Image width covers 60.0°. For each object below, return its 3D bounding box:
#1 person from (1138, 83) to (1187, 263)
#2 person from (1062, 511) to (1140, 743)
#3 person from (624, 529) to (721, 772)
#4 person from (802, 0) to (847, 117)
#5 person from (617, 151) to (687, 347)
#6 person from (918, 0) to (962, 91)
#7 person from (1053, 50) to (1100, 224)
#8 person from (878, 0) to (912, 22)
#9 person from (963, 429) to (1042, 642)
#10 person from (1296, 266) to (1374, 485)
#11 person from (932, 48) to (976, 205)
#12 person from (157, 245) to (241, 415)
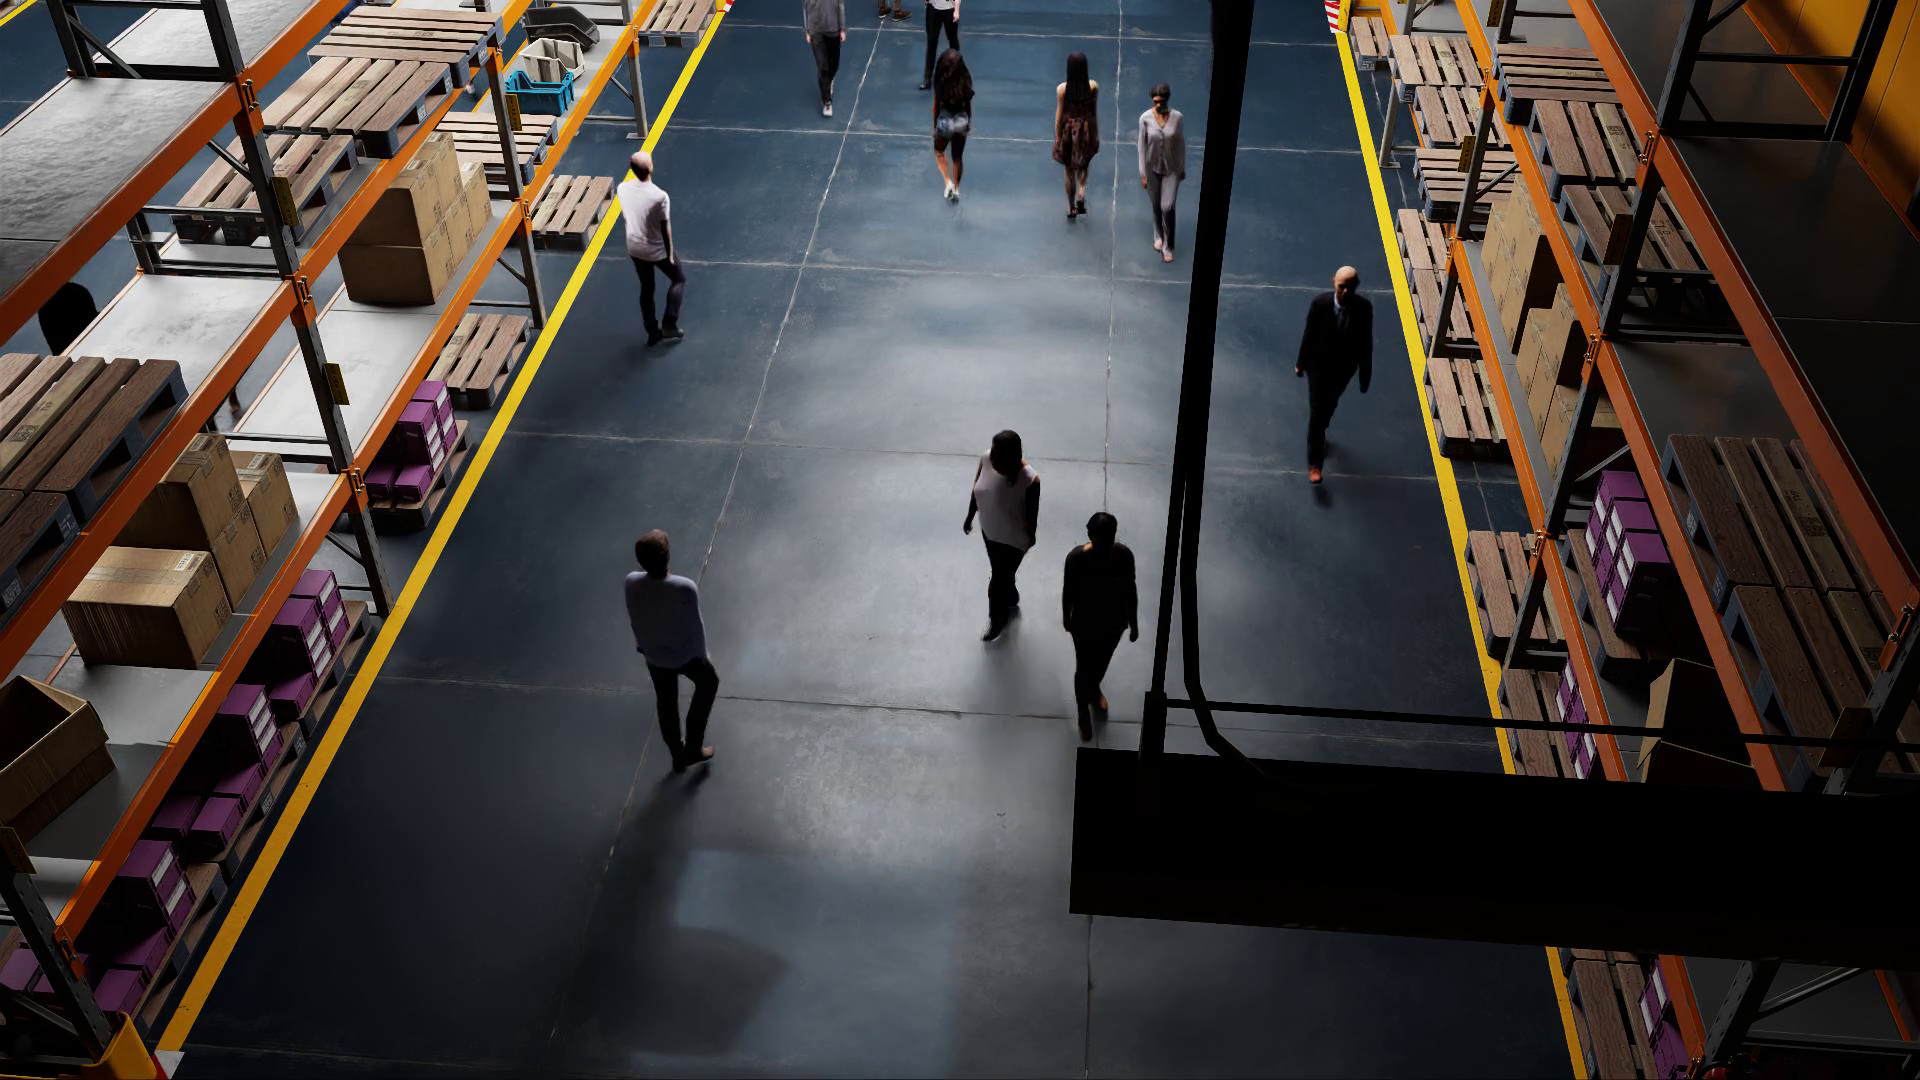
[{"bbox_3d":[1.935,-3.594,15.925,0.667,1.747,0.753,5,39,7],"label":"person"},{"bbox_3d":[0.890,0.445,10.909,0.766,1.697,0.863,-10,40,-12],"label":"person"},{"bbox_3d":[-1.815,0.768,10.352,0.721,1.886,0.712,9,40,11],"label":"person"},{"bbox_3d":[-1.508,-5.702,18.572,0.790,1.738,1.126,-5,39,-7],"label":"person"},{"bbox_3d":[-2.747,-2.485,14.478,0.731,1.821,0.731,14,41,17],"label":"person"},{"bbox_3d":[-0.148,-6.106,19.011,0.849,1.822,1.199,11,40,14],"label":"person"},{"bbox_3d":[1.161,-3.887,16.279,0.710,1.763,0.804,-5,39,-6],"label":"person"},{"bbox_3d":[-0.877,-7.364,20.603,0.744,1.801,0.747,25,45,28],"label":"person"},{"bbox_3d":[0.359,-0.108,11.623,0.911,1.670,0.851,-26,45,-28],"label":"person"},{"bbox_3d":[2.949,-1.404,13.179,0.706,1.753,1.124,3,39,4],"label":"person"},{"bbox_3d":[-0.069,-4.092,16.656,0.669,1.613,0.709,-10,40,-12],"label":"person"},{"bbox_3d":[-6.141,-1.631,13.491,0.762,1.717,1.270,-4,39,-5],"label":"person"}]
